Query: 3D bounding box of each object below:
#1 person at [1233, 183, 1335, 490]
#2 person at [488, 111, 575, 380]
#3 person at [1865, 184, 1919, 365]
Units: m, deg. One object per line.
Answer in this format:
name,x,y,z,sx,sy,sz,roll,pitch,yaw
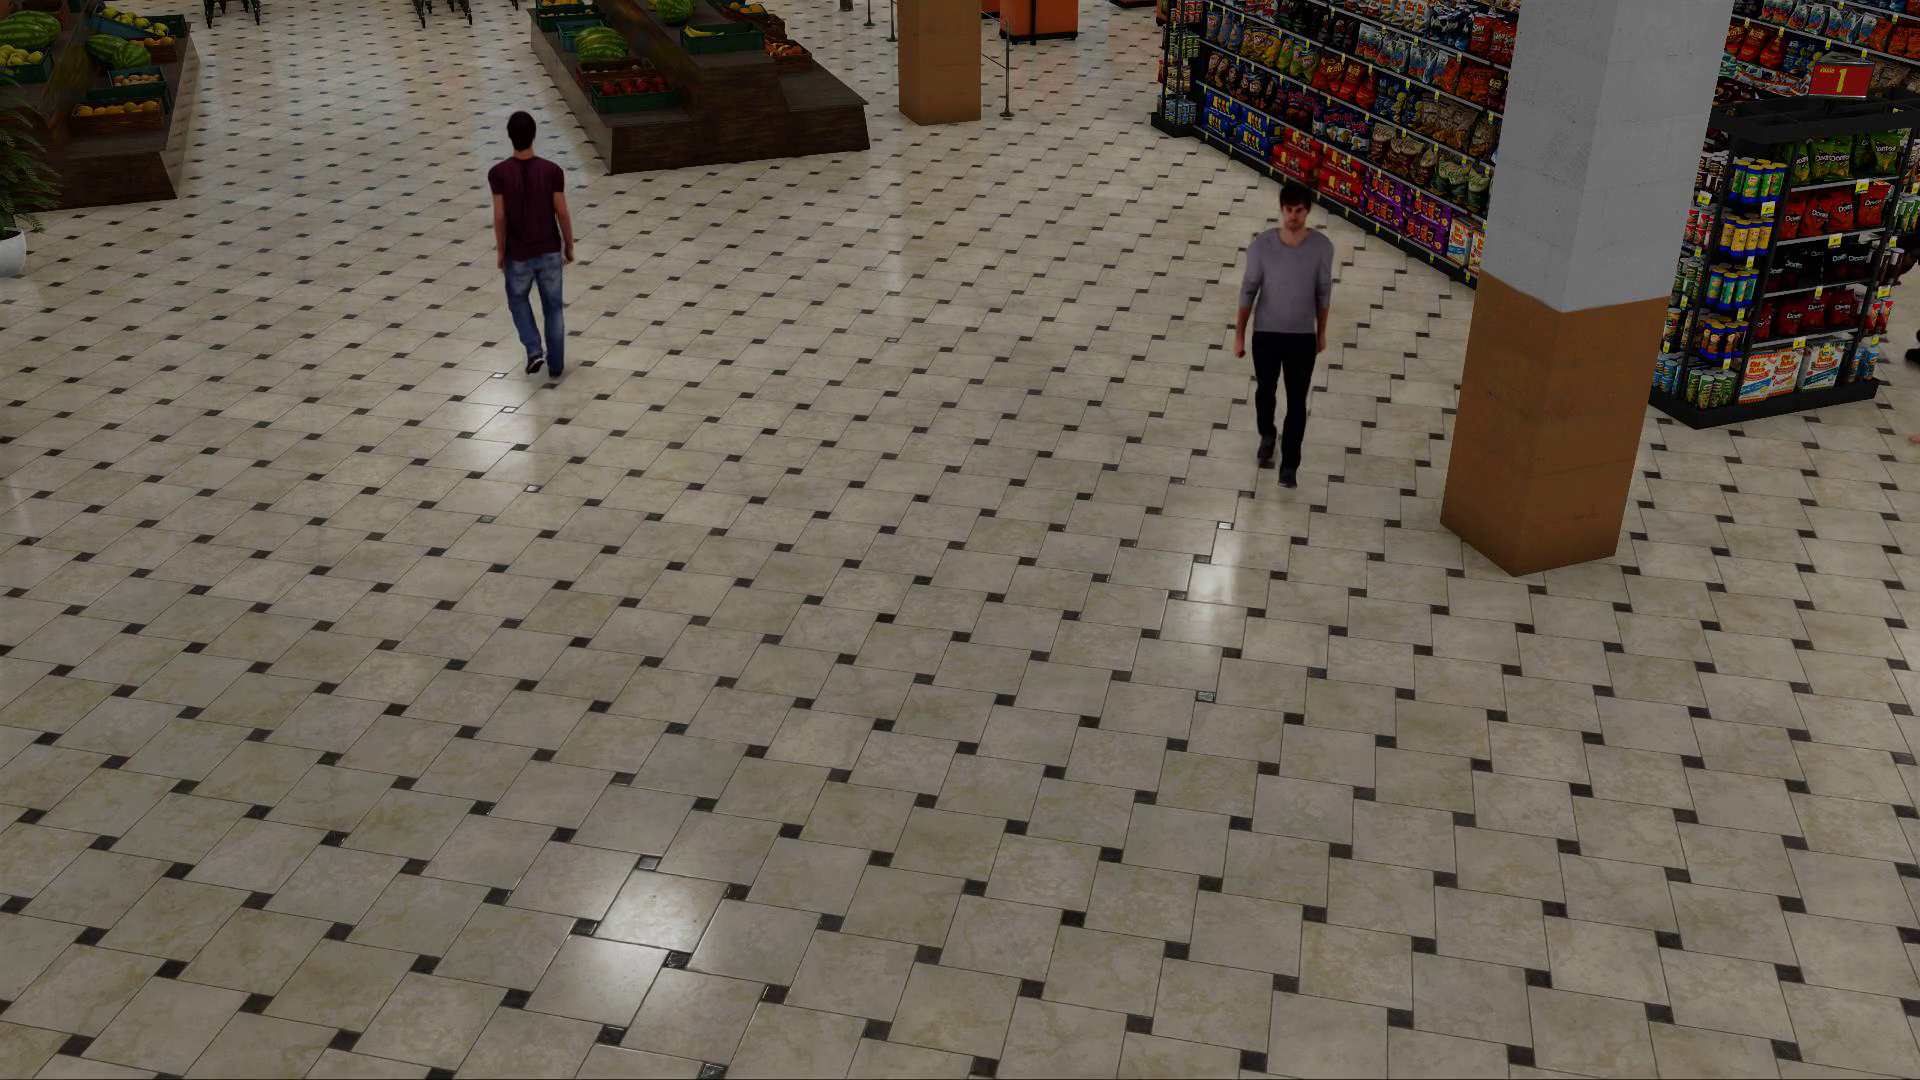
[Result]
person,1.956,-1.271,10.033,1.048,1.809,1.211,5,29,10
person,-2.872,-1.935,11.213,0.684,1.844,0.734,-8,30,-15
person,6.760,-2.070,11.508,0.884,1.799,1.237,-2,29,-4
